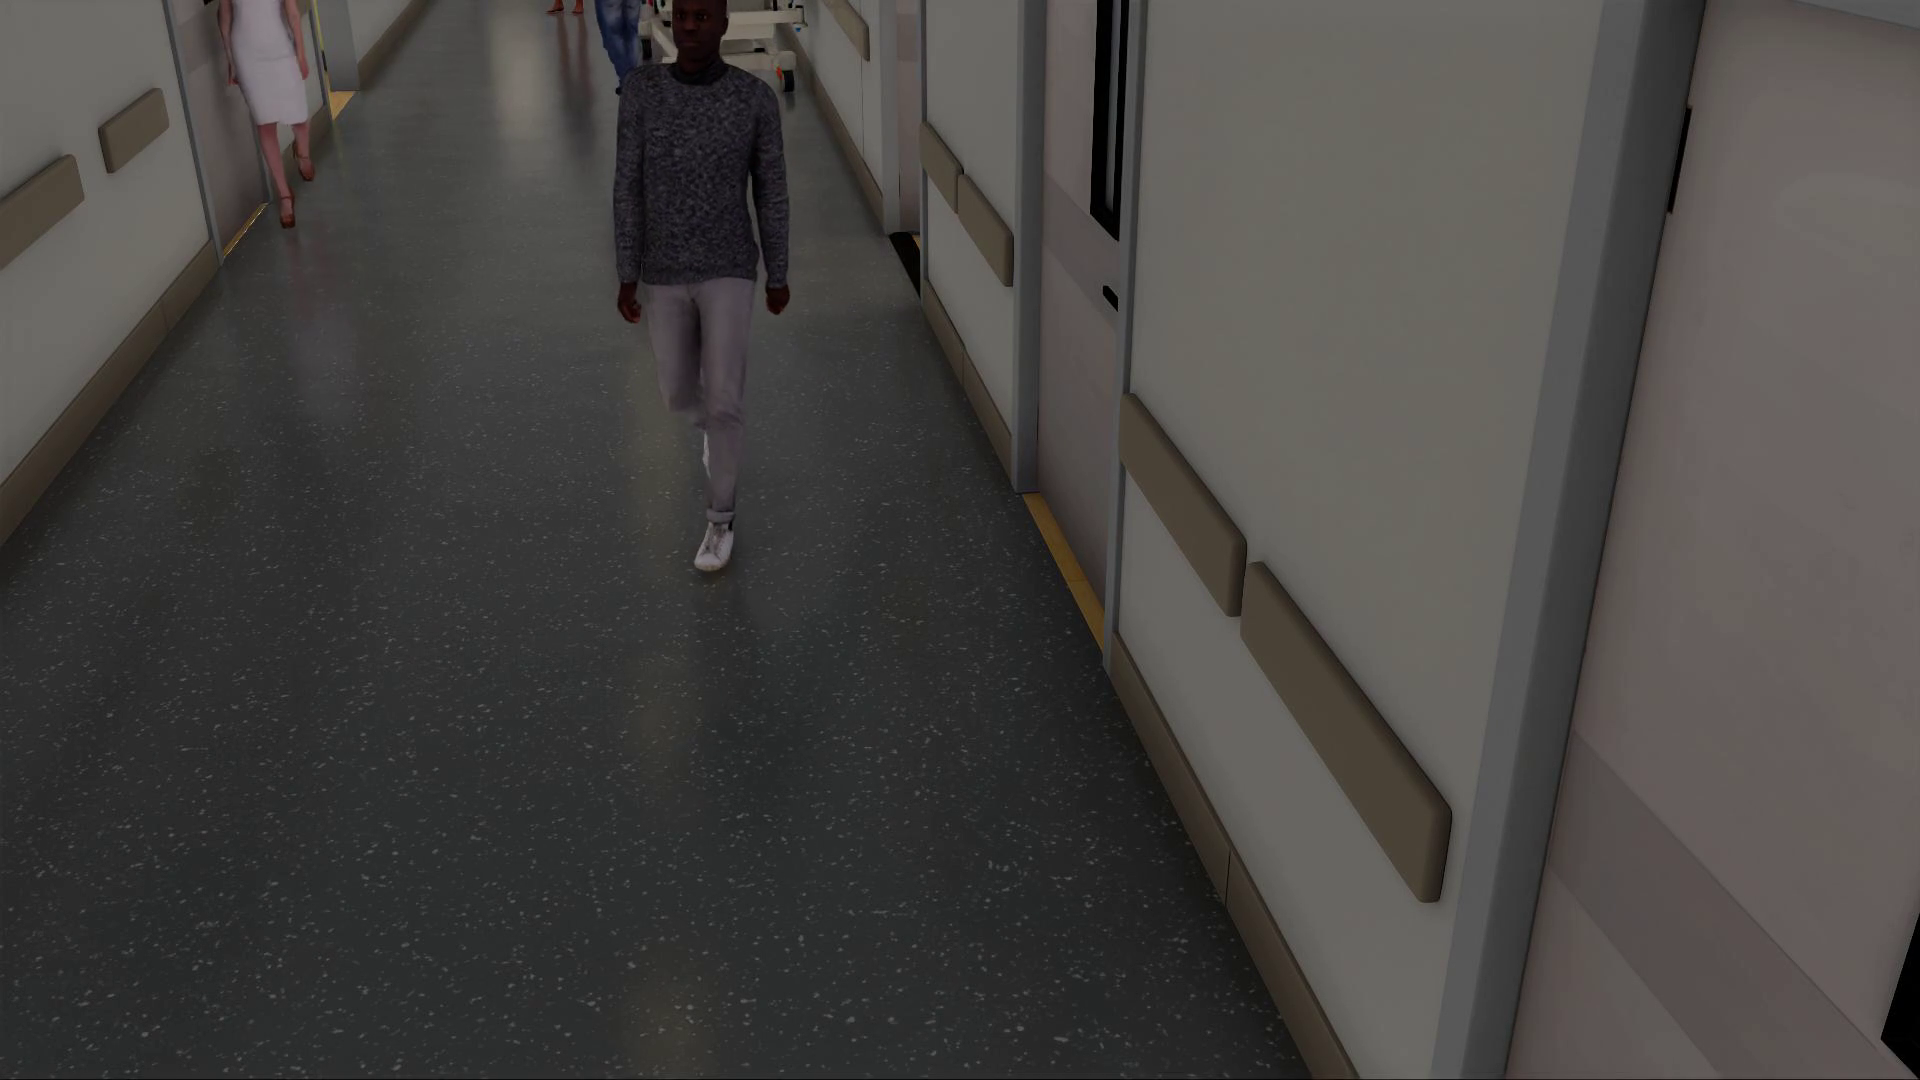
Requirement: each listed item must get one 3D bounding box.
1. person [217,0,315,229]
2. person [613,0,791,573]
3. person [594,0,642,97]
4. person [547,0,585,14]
[{"bbox_3d":[-3.738,-2.602,8.997,0.734,1.784,0.655,-6,26,-13],"label":"person"},{"bbox_3d":[-0.820,-0.869,5.367,1.062,1.816,0.906,1,26,2],"label":"person"},{"bbox_3d":[-2.404,-3.968,11.783,1.155,1.824,0.959,-13,29,-25],"label":"person"},{"bbox_3d":[-3.883,-6.055,16.180,0.579,1.765,0.712,5,26,10],"label":"person"}]
